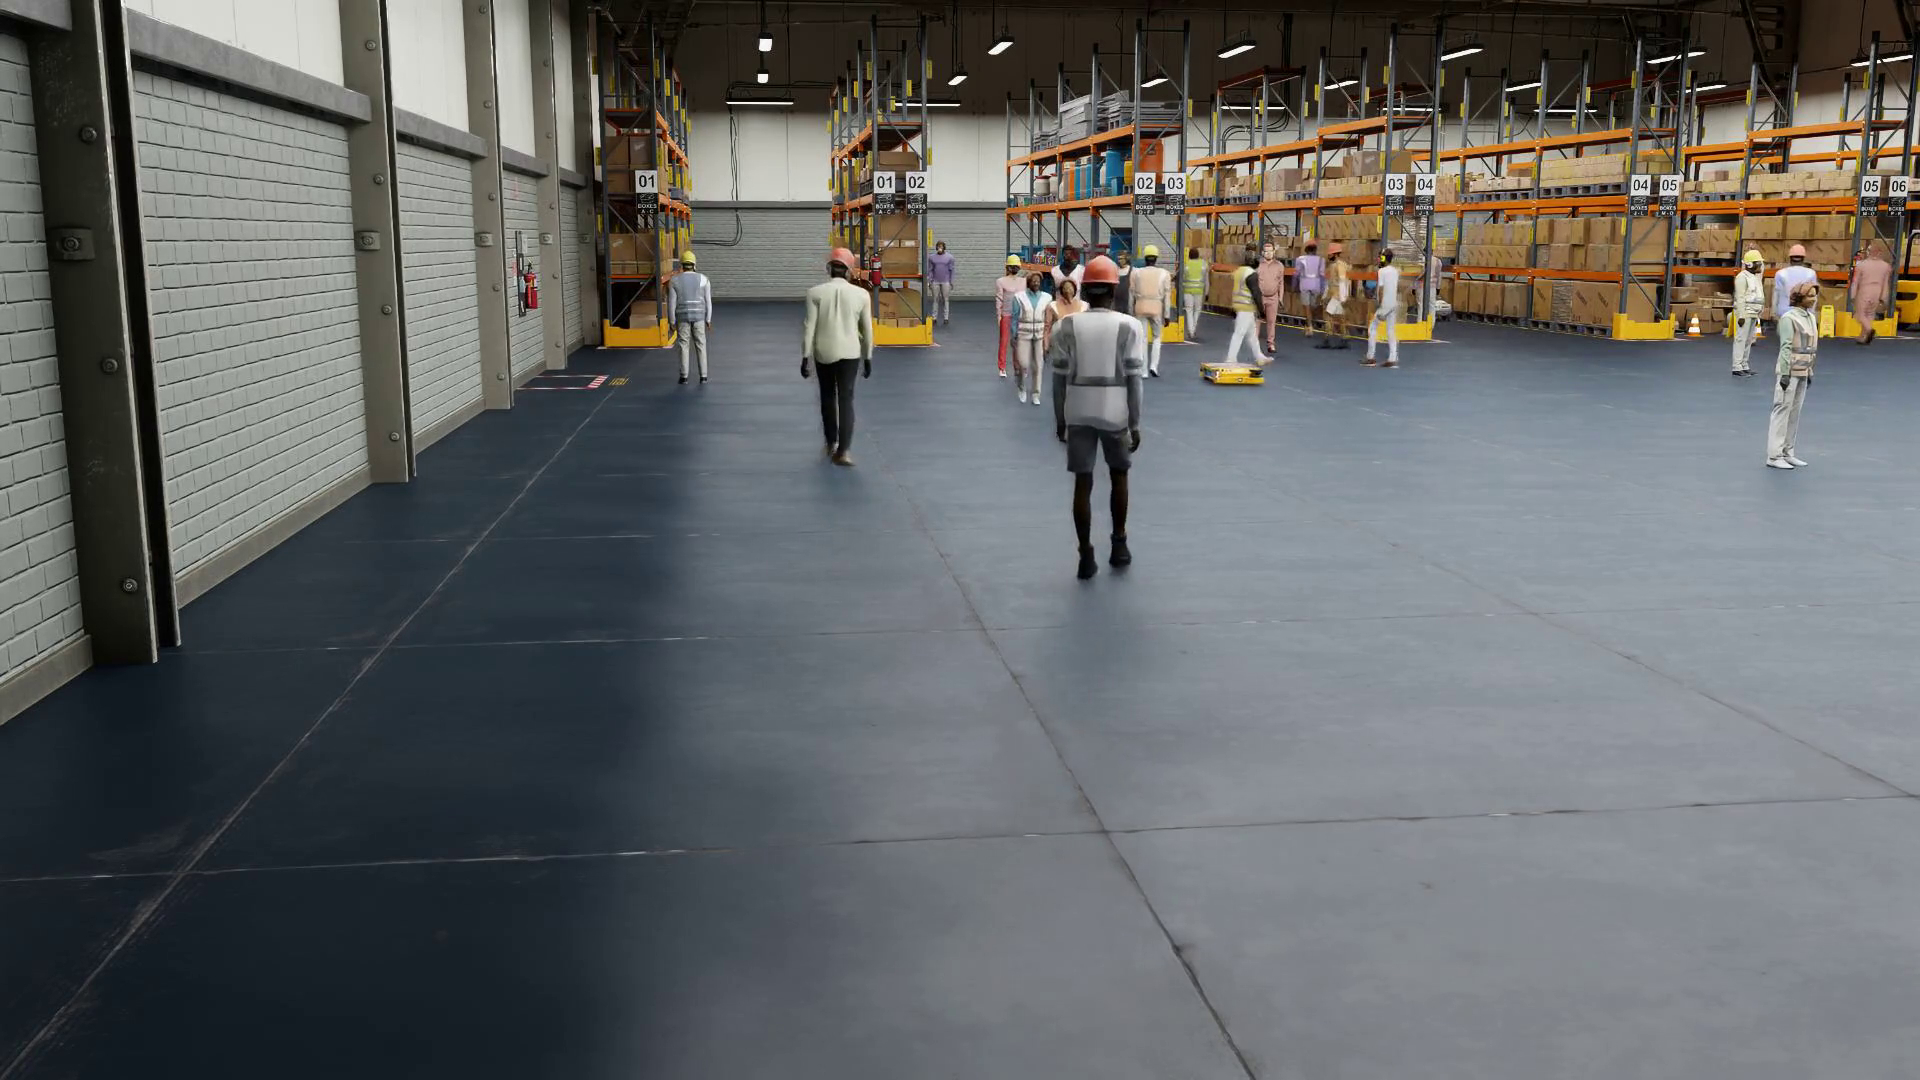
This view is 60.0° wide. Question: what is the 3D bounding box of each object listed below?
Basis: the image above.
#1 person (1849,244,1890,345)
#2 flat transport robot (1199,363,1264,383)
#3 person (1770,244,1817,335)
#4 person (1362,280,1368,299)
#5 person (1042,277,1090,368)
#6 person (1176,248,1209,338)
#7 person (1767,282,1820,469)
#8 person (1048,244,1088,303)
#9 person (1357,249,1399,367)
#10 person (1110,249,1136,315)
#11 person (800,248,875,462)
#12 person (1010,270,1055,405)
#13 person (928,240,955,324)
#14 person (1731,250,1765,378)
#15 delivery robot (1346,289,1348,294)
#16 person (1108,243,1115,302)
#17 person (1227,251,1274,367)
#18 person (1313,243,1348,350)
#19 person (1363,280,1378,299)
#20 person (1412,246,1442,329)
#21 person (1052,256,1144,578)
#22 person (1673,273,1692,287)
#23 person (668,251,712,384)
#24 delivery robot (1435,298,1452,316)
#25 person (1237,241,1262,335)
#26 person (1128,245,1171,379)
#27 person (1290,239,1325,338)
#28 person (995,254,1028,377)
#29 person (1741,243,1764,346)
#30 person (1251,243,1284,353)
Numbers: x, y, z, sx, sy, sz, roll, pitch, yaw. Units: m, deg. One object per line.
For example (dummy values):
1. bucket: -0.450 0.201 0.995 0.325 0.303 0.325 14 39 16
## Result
1. person: 17.011 -4.576 31.100 0.654 1.882 0.687 0 10 -1
2. flat transport robot: 3.798 -2.354 23.354 0.652 0.197 1.431 0 10 -2
3. person: 11.981 -3.283 23.945 0.557 1.914 0.606 3 11 15
4. person: 10.293 -6.493 41.314 0.612 1.995 0.393 2 11 11
5. person: 1.166 -2.077 18.208 0.534 1.594 0.870 1 10 3
6. person: 4.704 -5.017 33.775 0.650 1.789 0.944 0 10 -2
7. person: 7.339 -1.446 14.624 0.523 1.638 0.310 -9 14 -41
8. person: 1.622 -3.555 25.447 0.621 1.900 0.659 4 11 19
9. person: 6.563 -3.623 26.015 0.534 1.834 0.791 -8 13 -37
10. person: 2.739 -3.972 28.011 0.532 1.812 0.706 6 12 29
11. person: -1.119 -1.686 15.174 0.689 1.919 1.033 -1 10 -6
12. person: 0.880 -2.432 20.054 0.542 1.623 0.372 -1 10 -8
13. person: -0.439 -5.983 38.671 0.628 1.940 0.378 2 10 8
14. person: 11.426 -3.273 24.093 0.404 1.837 0.595 10 14 43
15. delivery robot: 11.423 -7.276 49.300 0.707 0.478 0.477 -6 12 -31
16. person: 4.775 -8.390 52.111 0.389 1.849 0.567 2 10 9
17. person: 4.549 -3.562 25.782 0.928 1.799 0.631 -2 10 -8
18. person: 6.668 -4.372 29.917 0.785 1.905 0.558 1 10 7
19. person: 9.979 -6.114 40.104 0.538 1.685 0.570 3 11 18
20. person: 10.244 -5.547 36.553 0.633 1.841 0.429 0 10 0
21. person: 0.845 -0.752 10.101 0.554 1.906 0.803 2 11 10
22. person: 19.616 -7.148 45.116 0.644 1.926 0.440 -1 10 -5
23. person: -3.733 -3.068 22.986 0.600 1.830 0.403 -4 11 -19
24. delivery robot: 11.579 -5.603 40.127 0.477 0.478 0.707 -1 10 -6
25. person: 6.003 -5.205 34.409 0.630 1.940 0.373 -4 11 -19
26. person: 2.707 -3.259 23.829 0.604 1.900 0.487 1 10 5
27. person: 7.092 -5.100 33.721 0.615 1.997 1.038 -2 10 -9
28. person: 0.763 -3.252 24.170 0.525 1.772 0.305 -4 11 -23
29. person: 14.680 -4.561 30.970 0.402 1.906 0.651 9 14 40
30. person: 5.370 -4.232 29.160 0.636 1.911 0.405 -1 10 -4
